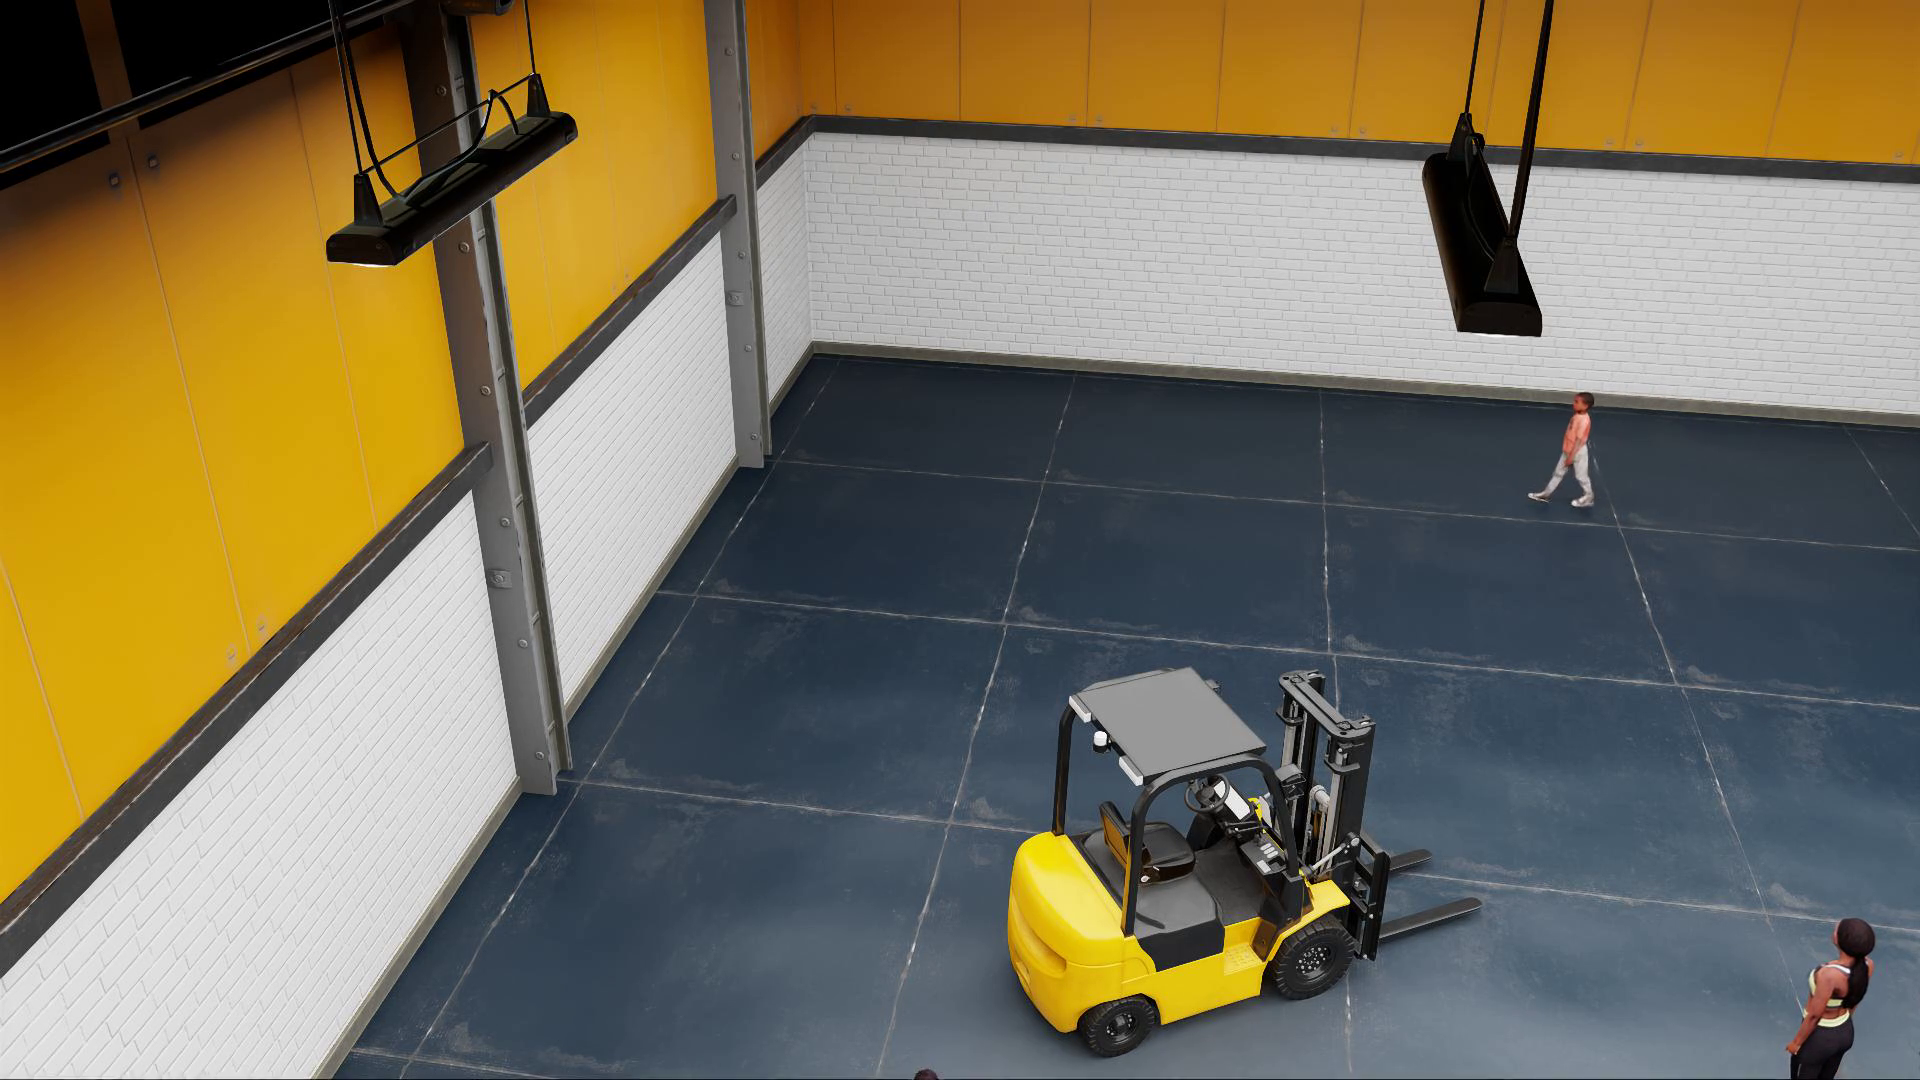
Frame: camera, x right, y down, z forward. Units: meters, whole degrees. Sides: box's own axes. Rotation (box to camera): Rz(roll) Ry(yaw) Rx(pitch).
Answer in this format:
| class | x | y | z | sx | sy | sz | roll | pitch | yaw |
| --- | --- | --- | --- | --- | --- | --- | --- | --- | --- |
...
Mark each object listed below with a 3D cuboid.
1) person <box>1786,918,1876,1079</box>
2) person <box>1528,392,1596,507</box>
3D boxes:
| class | x | y | z | sx | sy | sz | roll | pitch | yaw |
| --- | --- | --- | --- | --- | --- | --- | --- | --- | --- |
| person | 5.075 | 2.927 | 9.758 | 0.643 | 1.755 | 0.671 | -11 | 31 | -20 |
| person | 6.470 | -0.919 | 17.305 | 0.611 | 1.280 | 0.848 | 3 | 29 | 5 |
